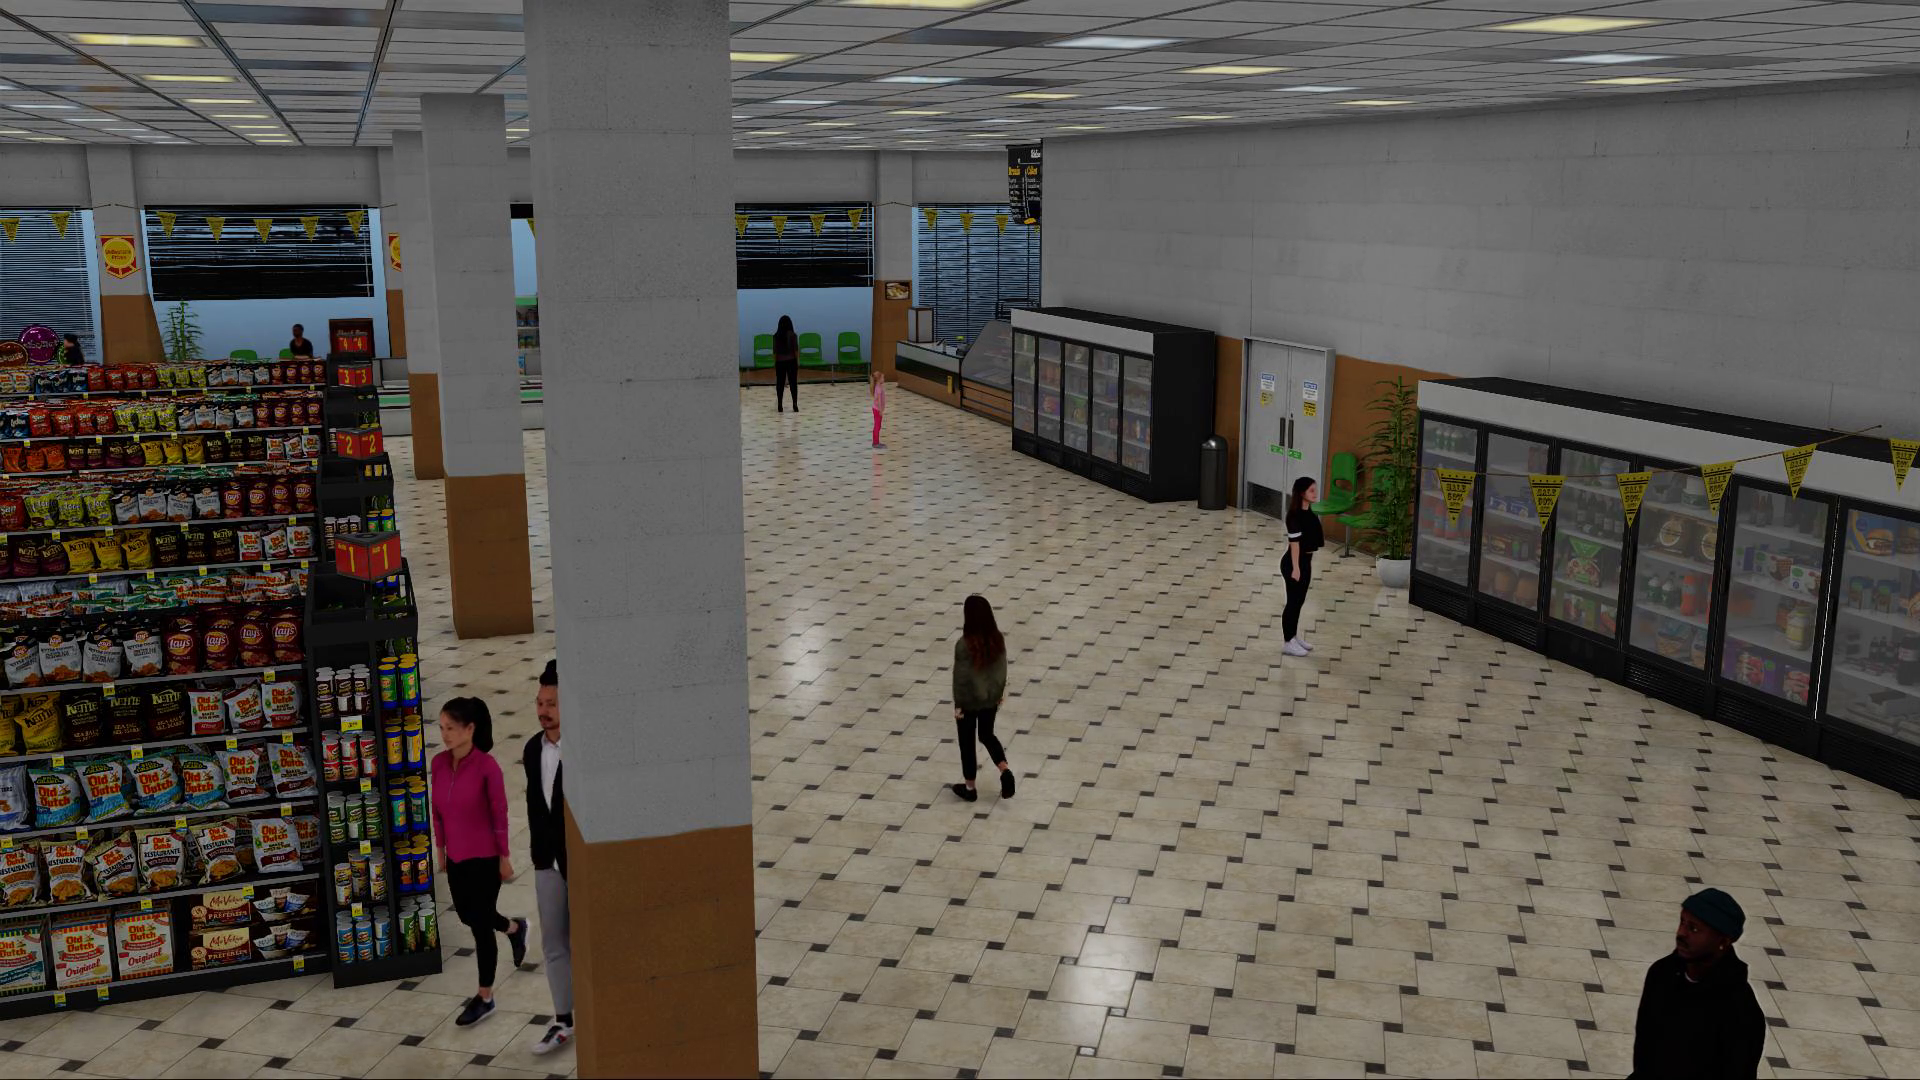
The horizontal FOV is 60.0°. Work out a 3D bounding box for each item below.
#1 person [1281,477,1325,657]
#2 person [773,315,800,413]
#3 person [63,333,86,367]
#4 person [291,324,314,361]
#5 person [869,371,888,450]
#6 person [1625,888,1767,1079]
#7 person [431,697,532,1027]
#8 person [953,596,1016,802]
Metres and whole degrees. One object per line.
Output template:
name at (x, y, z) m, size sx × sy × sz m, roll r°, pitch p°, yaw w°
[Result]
person at (3.093, 0.223, 15.168) m, size 0.772 × 1.638 × 0.709 m, roll 6°, pitch 13°, yaw 25°
person at (-3.304, -3.352, 31.655) m, size 0.675 × 1.842 × 0.794 m, roll 1°, pitch 12°, yaw 4°
person at (-15.719, -2.860, 29.742) m, size 0.650 × 1.666 × 0.716 m, roll -5°, pitch 13°, yaw -21°
person at (-11.842, -3.019, 30.207) m, size 0.975 × 1.787 × 1.020 m, roll 4°, pitch 12°, yaw 17°
person at (-1.348, -2.135, 27.264) m, size 0.518 × 1.269 × 0.505 m, roll -2°, pitch 12°, yaw -10°
person at (2.582, 2.085, 5.891) m, size 0.558 × 1.818 × 0.661 m, roll -4°, pitch 13°, yaw -19°
person at (-2.433, 1.599, 8.543) m, size 0.980 × 1.675 × 1.018 m, roll 4°, pitch 12°, yaw 17°
person at (0.170, 1.109, 11.377) m, size 0.792 × 1.466 × 0.759 m, roll -8°, pitch 14°, yaw -34°
